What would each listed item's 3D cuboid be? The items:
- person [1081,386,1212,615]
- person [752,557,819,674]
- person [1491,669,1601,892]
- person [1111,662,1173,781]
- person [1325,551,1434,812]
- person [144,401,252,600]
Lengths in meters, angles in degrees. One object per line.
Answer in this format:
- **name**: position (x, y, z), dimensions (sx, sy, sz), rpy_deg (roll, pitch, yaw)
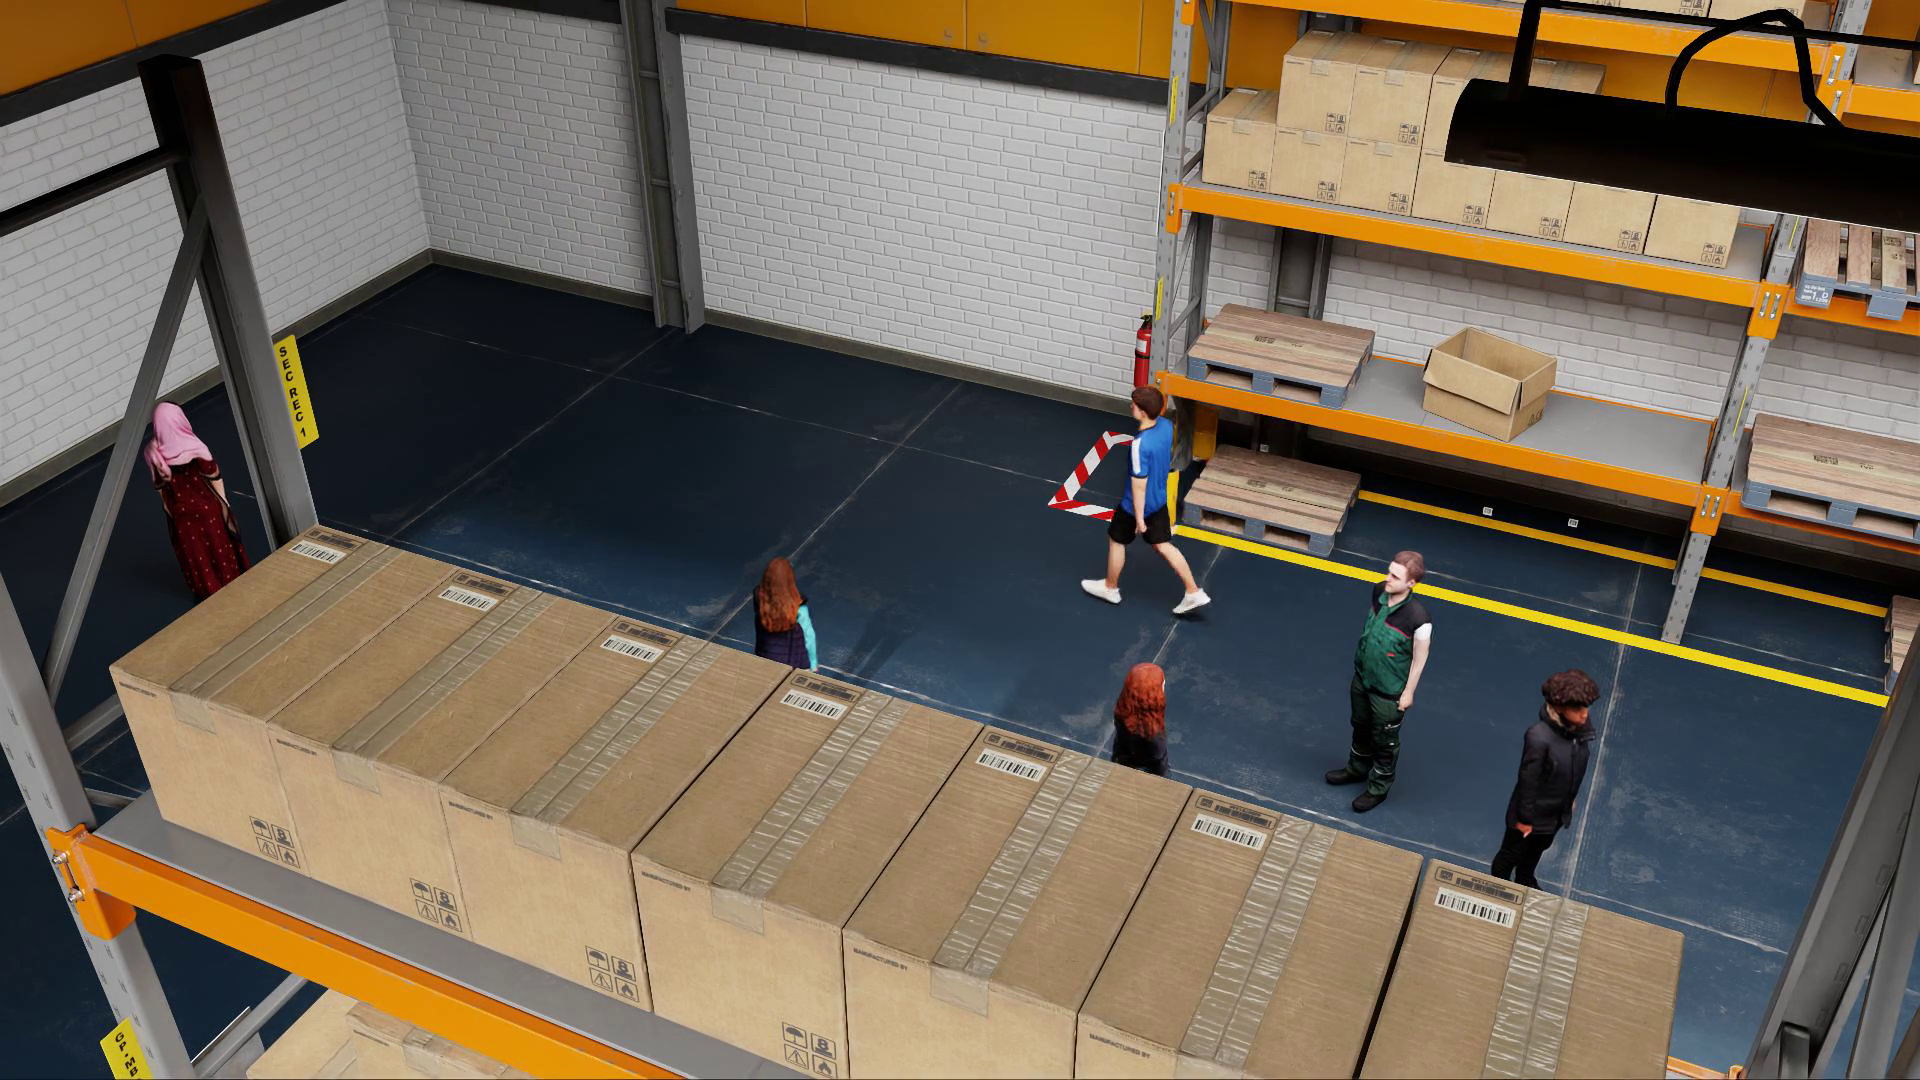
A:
- **person**: position (1.401, -0.246, 11.818), dimensions (1.263, 1.828, 0.776), rpy_deg (21, 39, 28)
- **person**: position (-1.113, 0.747, 10.620), dimensions (0.513, 1.500, 0.629), rpy_deg (13, 36, 19)
- **person**: position (3.257, 1.449, 9.311), dimensions (0.725, 1.780, 0.758), rpy_deg (-18, 38, -25)
- **person**: position (0.900, 1.449, 9.326), dimensions (0.997, 1.764, 0.924), rpy_deg (-10, 35, -14)
- **person**: position (2.595, 0.841, 10.170), dimensions (0.803, 1.843, 0.728), rpy_deg (-15, 36, -21)
- **person**: position (-5.543, -0.276, 12.033), dimensions (0.701, 1.639, 0.815), rpy_deg (-2, 34, -3)
